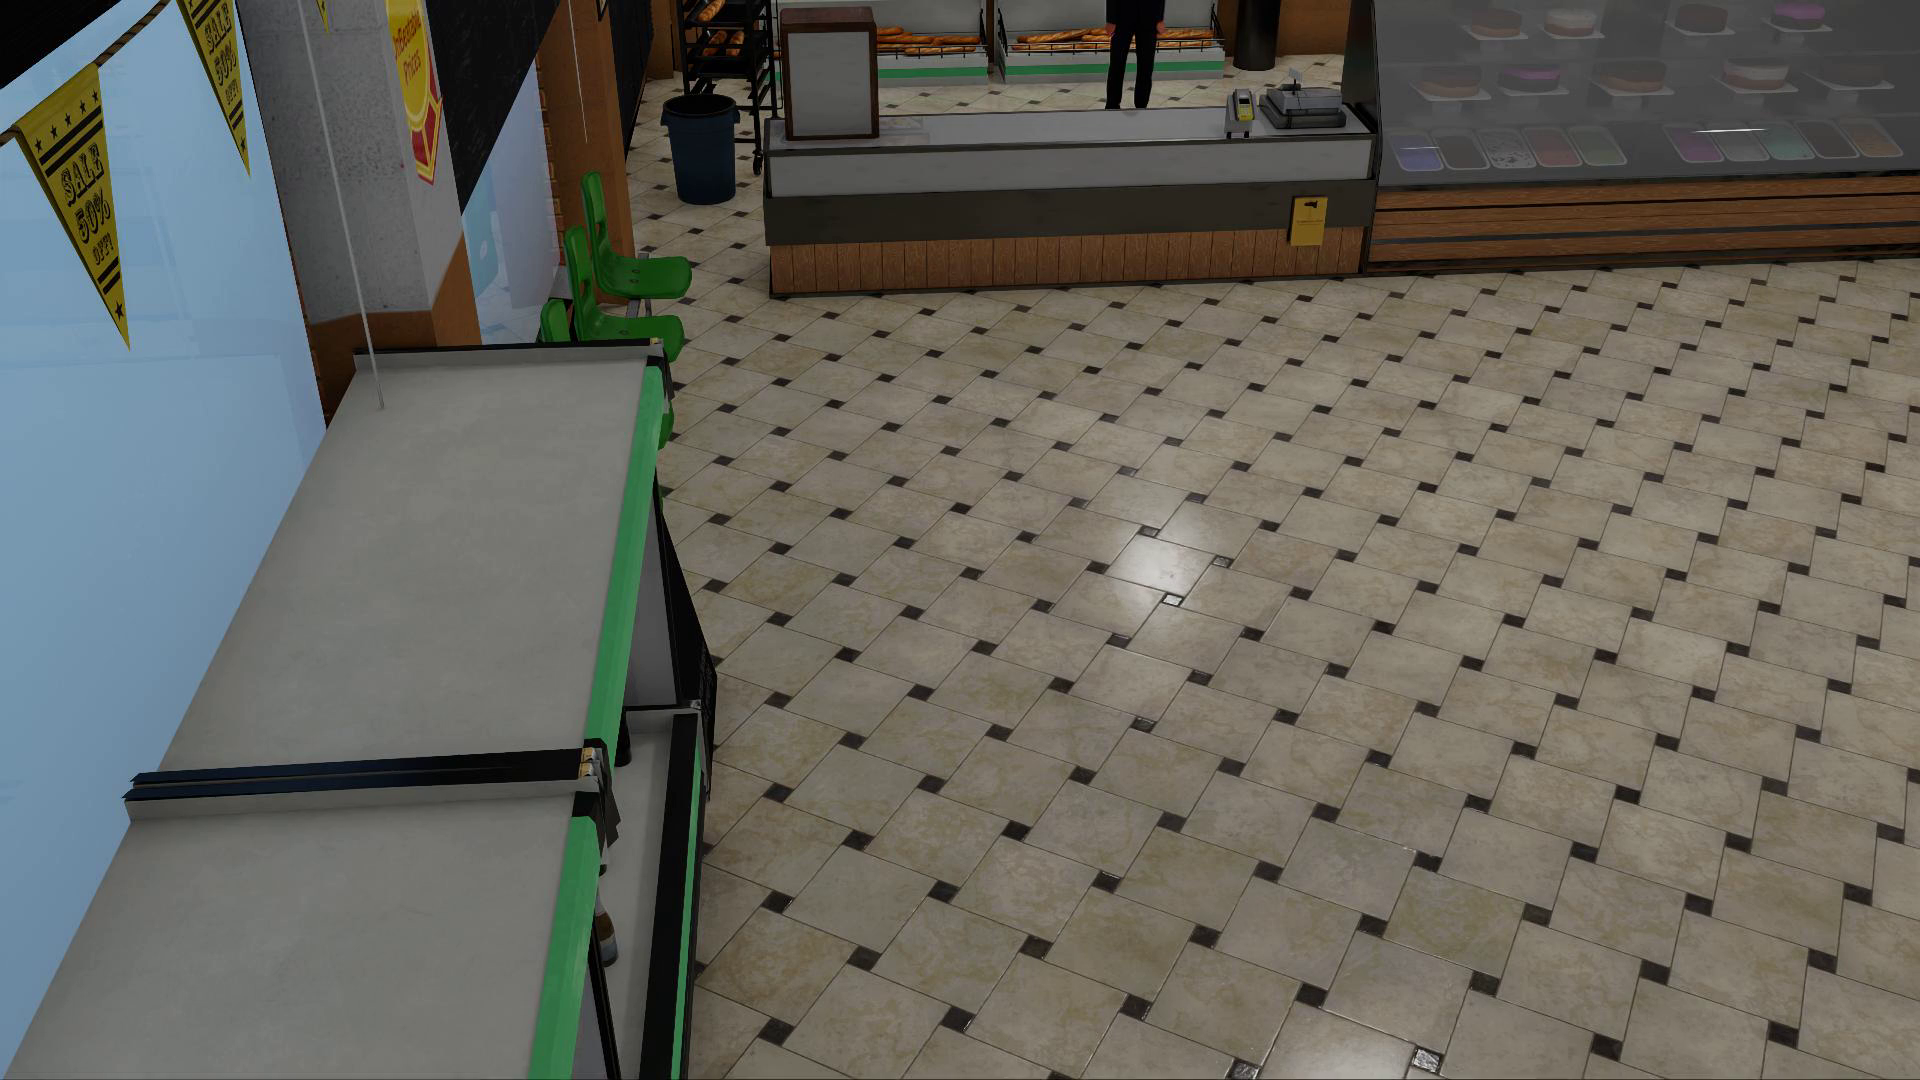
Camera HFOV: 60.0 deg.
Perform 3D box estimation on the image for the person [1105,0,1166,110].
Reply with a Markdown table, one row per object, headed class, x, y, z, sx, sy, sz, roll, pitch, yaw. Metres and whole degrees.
| class | x | y | z | sx | sy | sz | roll | pitch | yaw |
| --- | --- | --- | --- | --- | --- | --- | --- | --- | --- |
| person | 1.429 | -4.236 | 13.463 | 0.630 | 1.866 | 0.550 | -3 | 32 | -4 |
